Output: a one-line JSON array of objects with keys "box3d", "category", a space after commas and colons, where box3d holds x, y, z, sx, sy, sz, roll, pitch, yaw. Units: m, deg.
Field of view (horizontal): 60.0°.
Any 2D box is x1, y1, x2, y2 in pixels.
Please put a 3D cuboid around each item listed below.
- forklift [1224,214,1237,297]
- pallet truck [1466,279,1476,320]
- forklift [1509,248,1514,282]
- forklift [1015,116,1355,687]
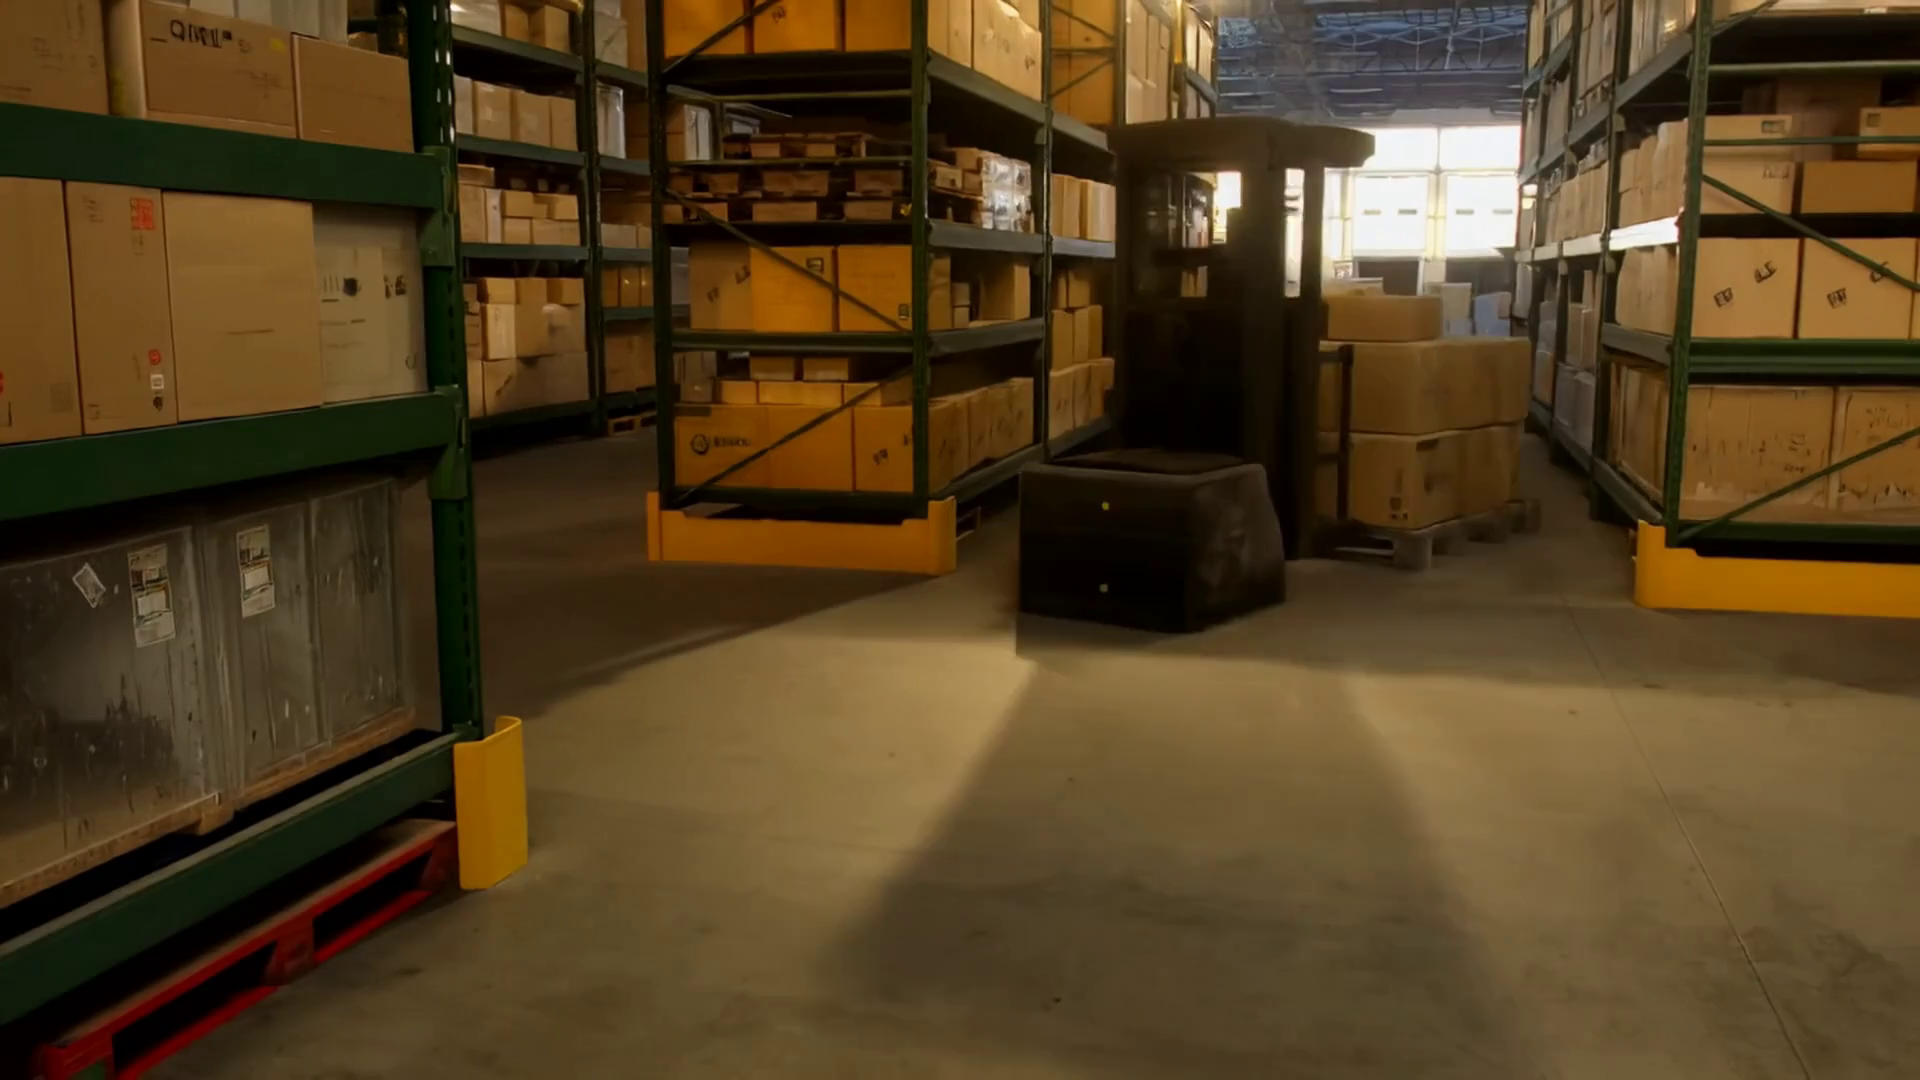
[{"box3d": [3.647, -2.812, 21.640, 1.873, 2.768, 1.129, 2, 9, 15], "category": "forklift"}, {"box3d": [18.896, -8.459, 60.307, 1.885, 1.965, 0.823, 5, 10, 31], "category": "pallet truck"}, {"box3d": [15.279, -6.473, 44.896, 1.129, 2.768, 1.873, 6, 10, 31], "category": "forklift"}, {"box3d": [1.225, -0.790, 8.792, 1.129, 2.768, 1.873, 7, 11, 37], "category": "forklift"}]
